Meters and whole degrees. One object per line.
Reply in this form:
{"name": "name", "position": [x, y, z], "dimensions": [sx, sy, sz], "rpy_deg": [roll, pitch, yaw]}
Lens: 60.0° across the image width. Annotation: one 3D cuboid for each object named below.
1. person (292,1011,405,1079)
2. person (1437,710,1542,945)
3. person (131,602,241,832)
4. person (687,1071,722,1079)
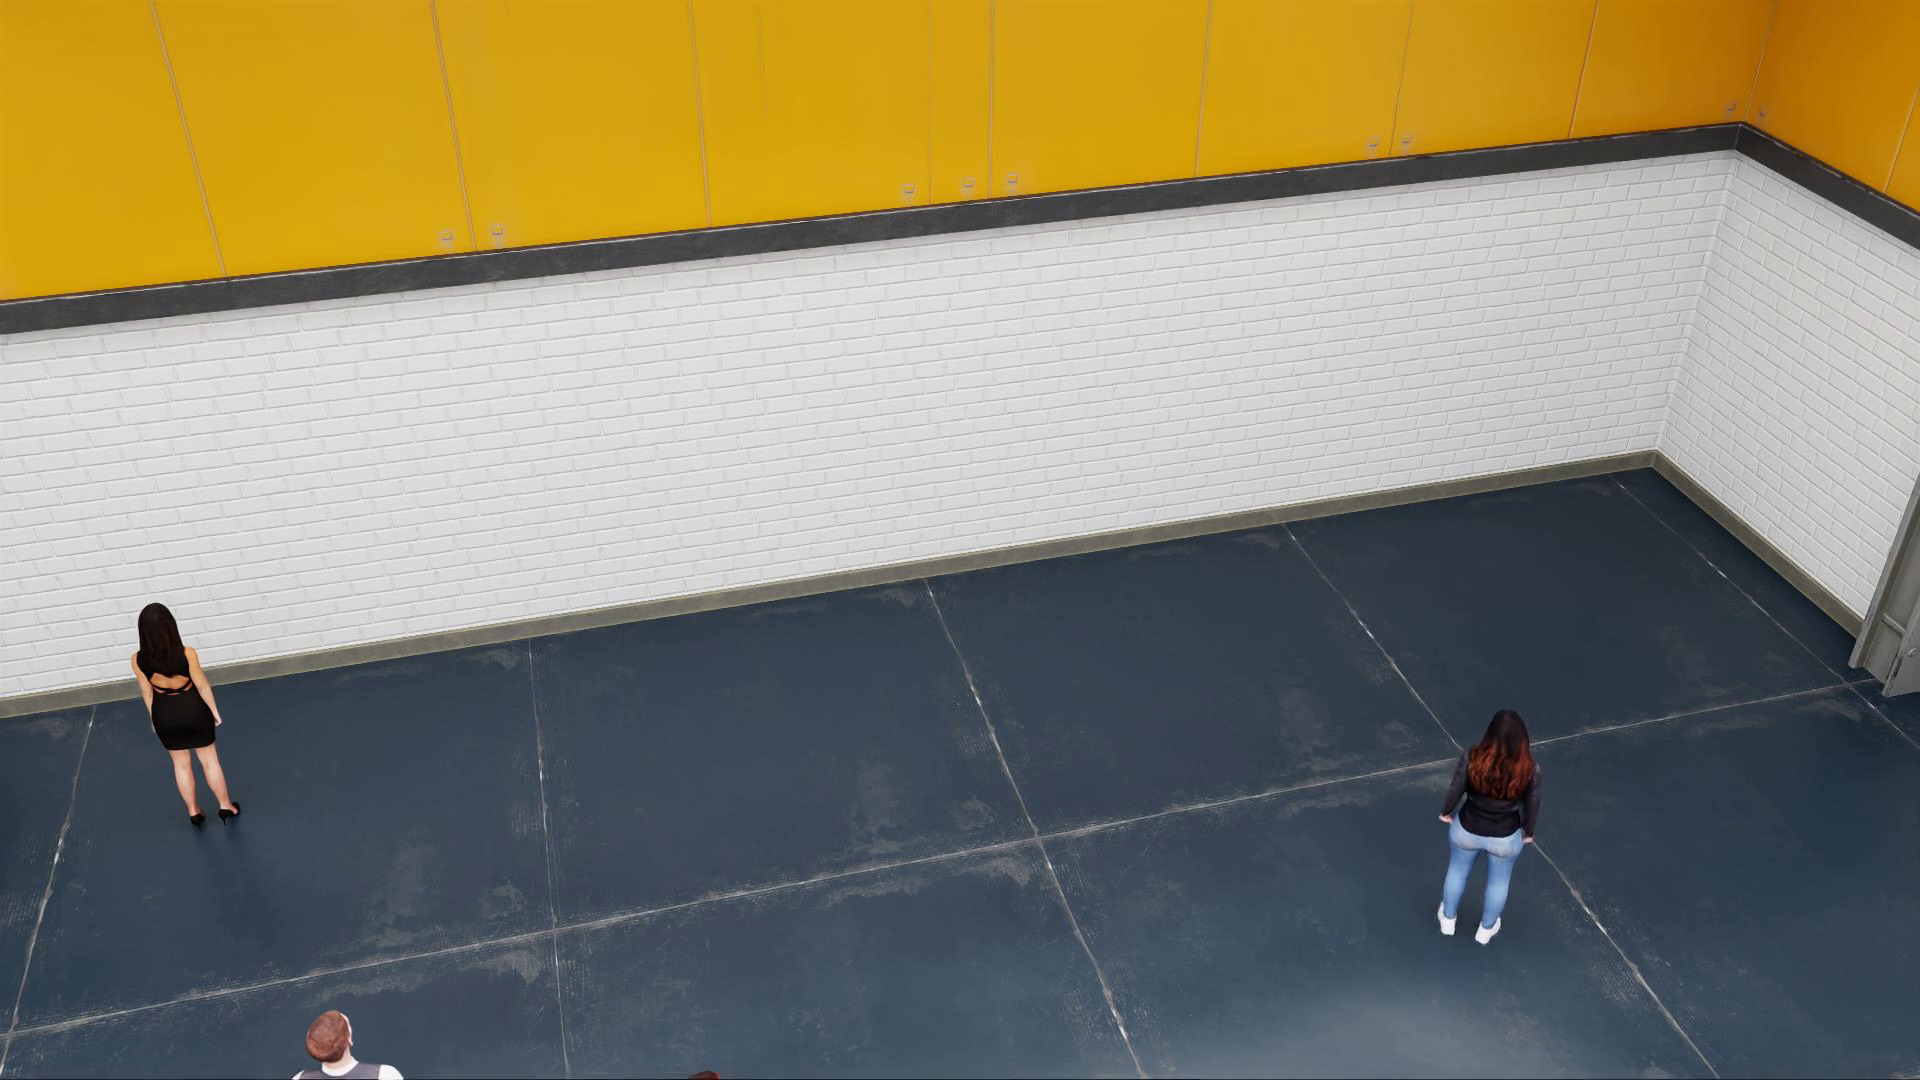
{"name": "person", "position": [-2.615, 2.772, 7.392], "dimensions": [0.681, 1.938, 0.605], "rpy_deg": [-4, 34, -6]}
{"name": "person", "position": [2.974, 1.629, 9.389], "dimensions": [0.748, 1.630, 0.760], "rpy_deg": [13, 36, 19]}
{"name": "person", "position": [-4.753, 1.098, 10.174], "dimensions": [0.547, 1.646, 0.477], "rpy_deg": [-8, 34, -11]}
{"name": "person", "position": [-1.175, 2.955, 7.687], "dimensions": [0.528, 1.306, 0.605], "rpy_deg": [27, 42, 34]}
